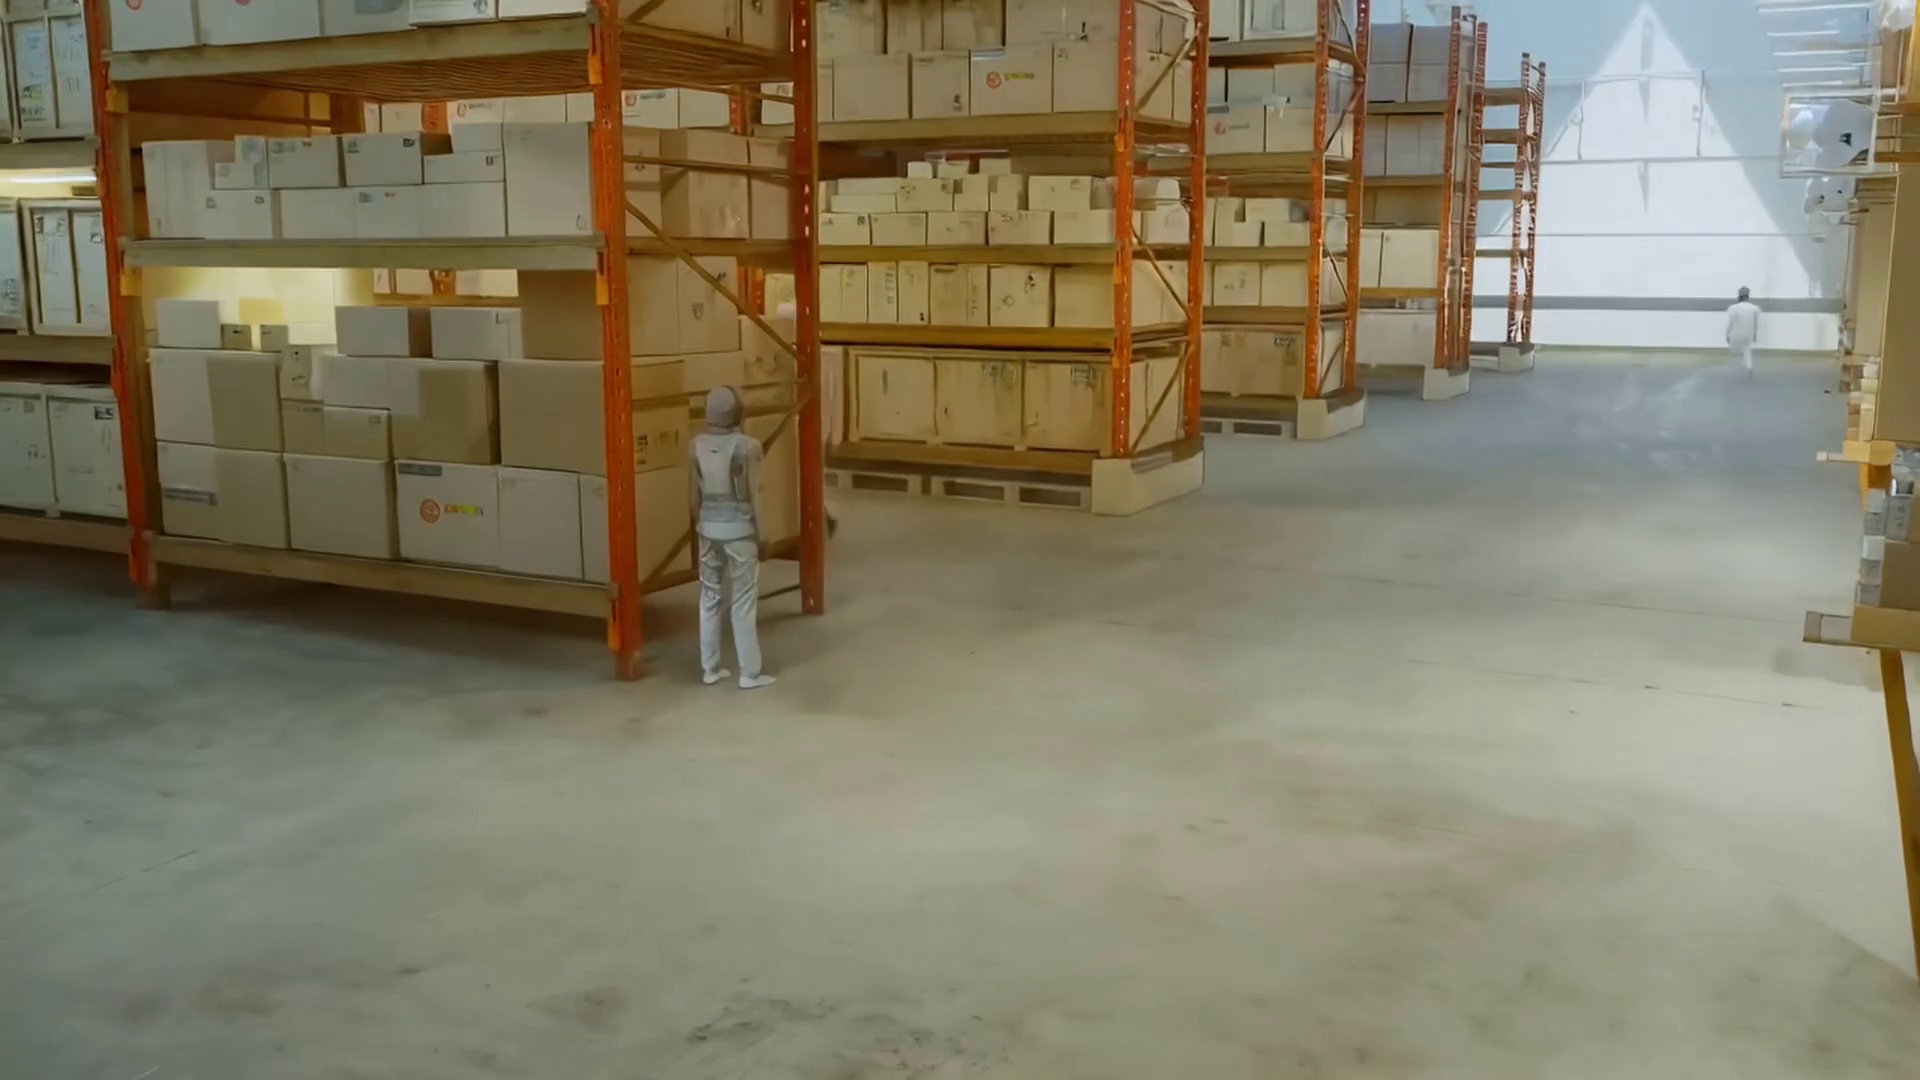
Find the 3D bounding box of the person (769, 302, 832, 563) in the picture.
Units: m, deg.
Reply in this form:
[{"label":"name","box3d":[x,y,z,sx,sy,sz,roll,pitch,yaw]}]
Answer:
[{"label":"person","box3d":[-1.253,-0.785,12.428,0.666,1.964,0.680,-8,13,-39]}]

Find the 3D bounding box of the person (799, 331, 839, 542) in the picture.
[{"label":"person","box3d":[-1.168,-0.799,13.151,0.558,1.740,0.517,9,13,42]}]

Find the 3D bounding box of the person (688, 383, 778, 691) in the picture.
[{"label":"person","box3d":[-1.225,-0.011,8.890,0.514,1.644,0.307,6,11,29]}]

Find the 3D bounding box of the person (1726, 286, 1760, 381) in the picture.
[{"label":"person","box3d":[14.193,-3.737,30.168,0.578,1.738,0.558,2,10,9]}]
